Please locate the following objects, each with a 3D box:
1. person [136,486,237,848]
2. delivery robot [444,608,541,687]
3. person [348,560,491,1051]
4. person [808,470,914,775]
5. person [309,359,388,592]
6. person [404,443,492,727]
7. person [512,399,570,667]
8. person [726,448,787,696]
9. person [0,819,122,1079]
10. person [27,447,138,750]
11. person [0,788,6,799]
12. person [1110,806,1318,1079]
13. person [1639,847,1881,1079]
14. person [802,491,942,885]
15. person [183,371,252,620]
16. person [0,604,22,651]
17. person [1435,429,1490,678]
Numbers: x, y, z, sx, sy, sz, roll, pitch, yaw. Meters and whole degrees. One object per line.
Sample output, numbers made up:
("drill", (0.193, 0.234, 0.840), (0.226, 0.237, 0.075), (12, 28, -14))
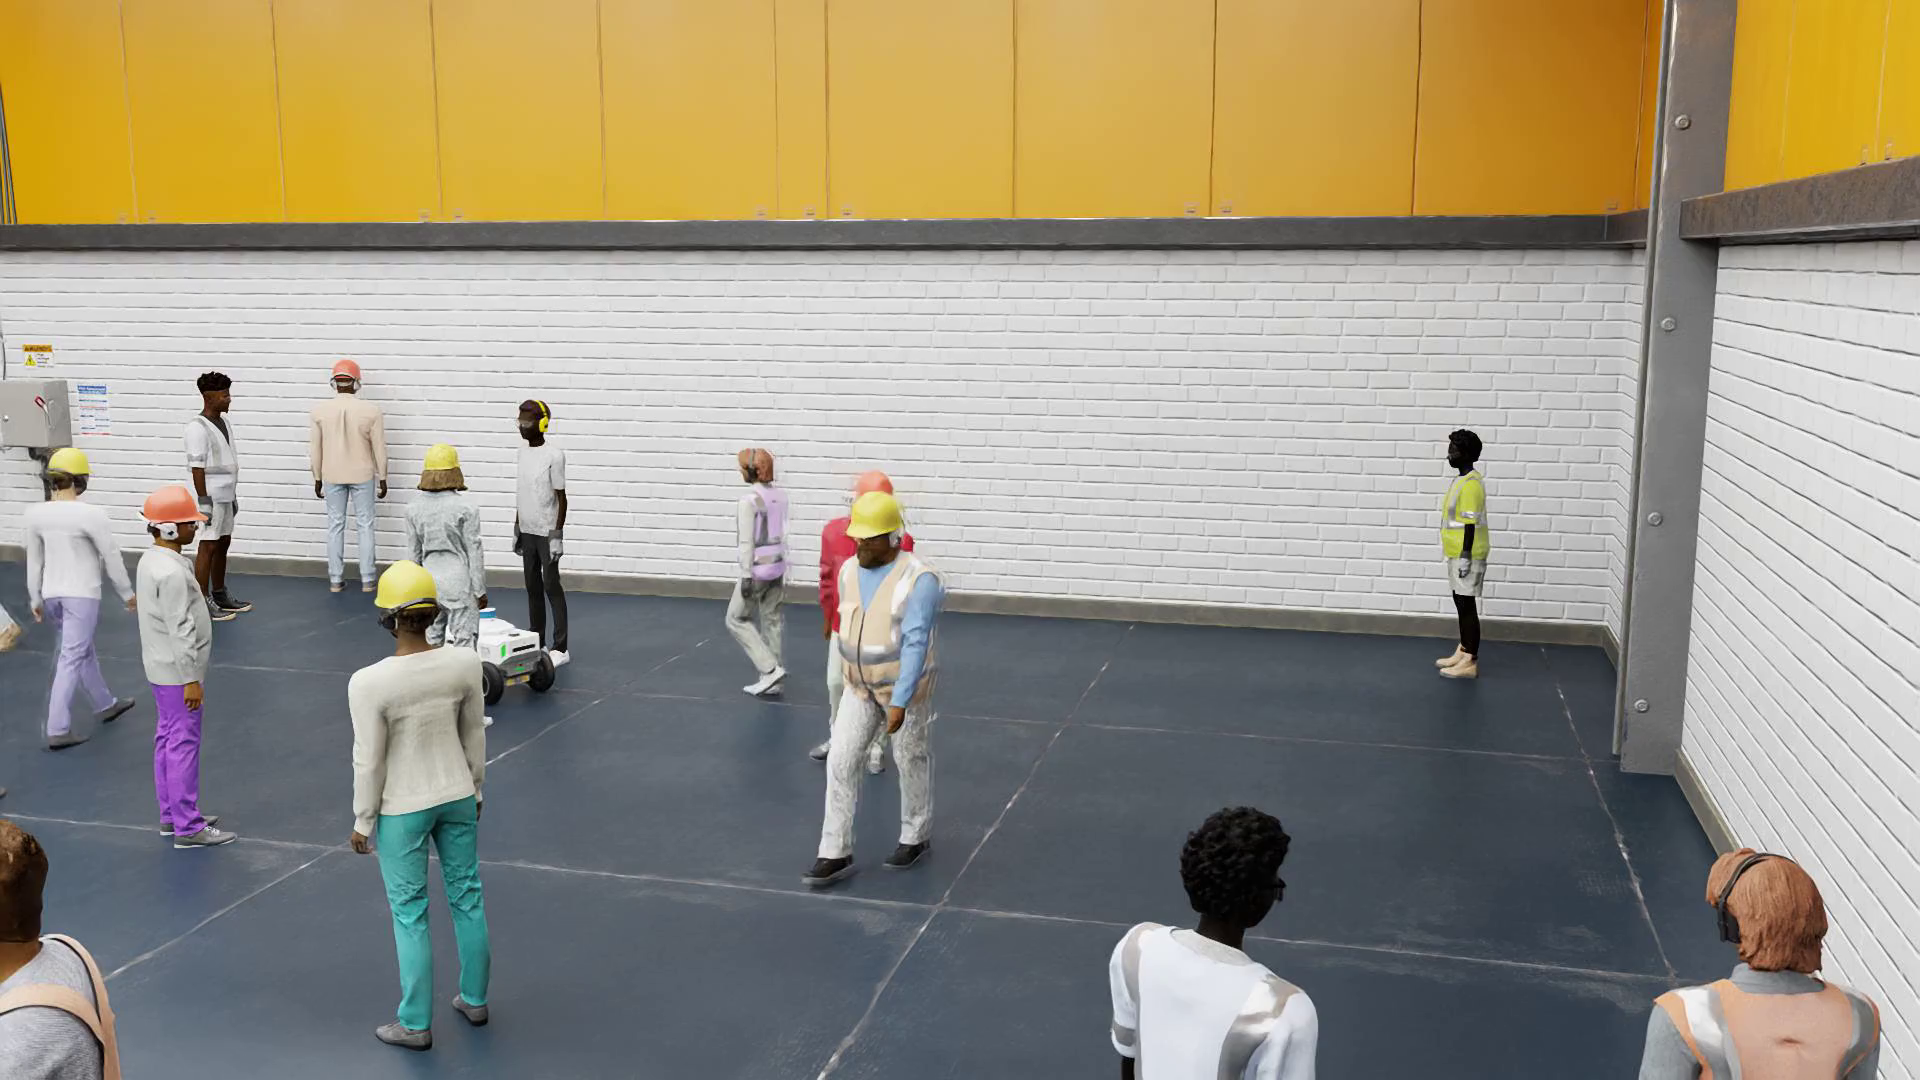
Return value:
("person", (-3.764, 0.607, 8.043), (0.329, 1.751, 0.566), (-7, 12, -36))
("delivery robot", (-3.067, 0.685, 10.832), (0.707, 0.478, 0.477), (7, 12, 36))
("person", (-1.945, 0.949, 5.992), (0.314, 1.769, 0.524), (8, 13, 40))
("person", (-0.528, 0.449, 9.103), (0.613, 1.706, 0.452), (4, 10, 22))
("person", (-5.182, -0.540, 14.130), (0.624, 1.984, 0.413), (-2, 10, -10))
("person", (-3.068, 0.288, 9.981), (0.486, 1.737, 0.314), (2, 10, 12))
("person", (-2.930, -0.044, 11.528), (0.513, 1.875, 0.328), (7, 12, 36))
("person", (-1.298, 0.216, 10.698), (0.371, 1.624, 0.541), (4, 10, 21))
("person", (-1.725, 1.398, 3.127), (0.351, 1.842, 0.507), (-3, 10, -20))
("person", (-5.158, 0.318, 9.833), (0.539, 1.725, 0.887), (3, 10, 18))
("person", (-5.227, 0.522, 8.511), (0.528, 1.768, 0.313), (-4, 10, -20))
("person", (0.539, 1.396, 3.592), (0.320, 1.686, 0.541), (-9, 13, -42))
("person", (1.635, 1.446, 3.469), (0.526, 1.632, 0.312), (-1, 10, -8))
("person", (-0.407, 0.680, 7.484), (0.585, 1.786, 0.822), (6, 11, 32))
("person", (-5.860, -0.350, 13.098), (0.385, 1.957, 0.603), (0, 10, -2))
("person", (-7.143, -0.034, 11.681), (0.624, 1.806, 0.915), (4, 10, 23))
("person", (3.414, 0.089, 11.283), (0.321, 1.689, 0.530), (1, 10, 5))
